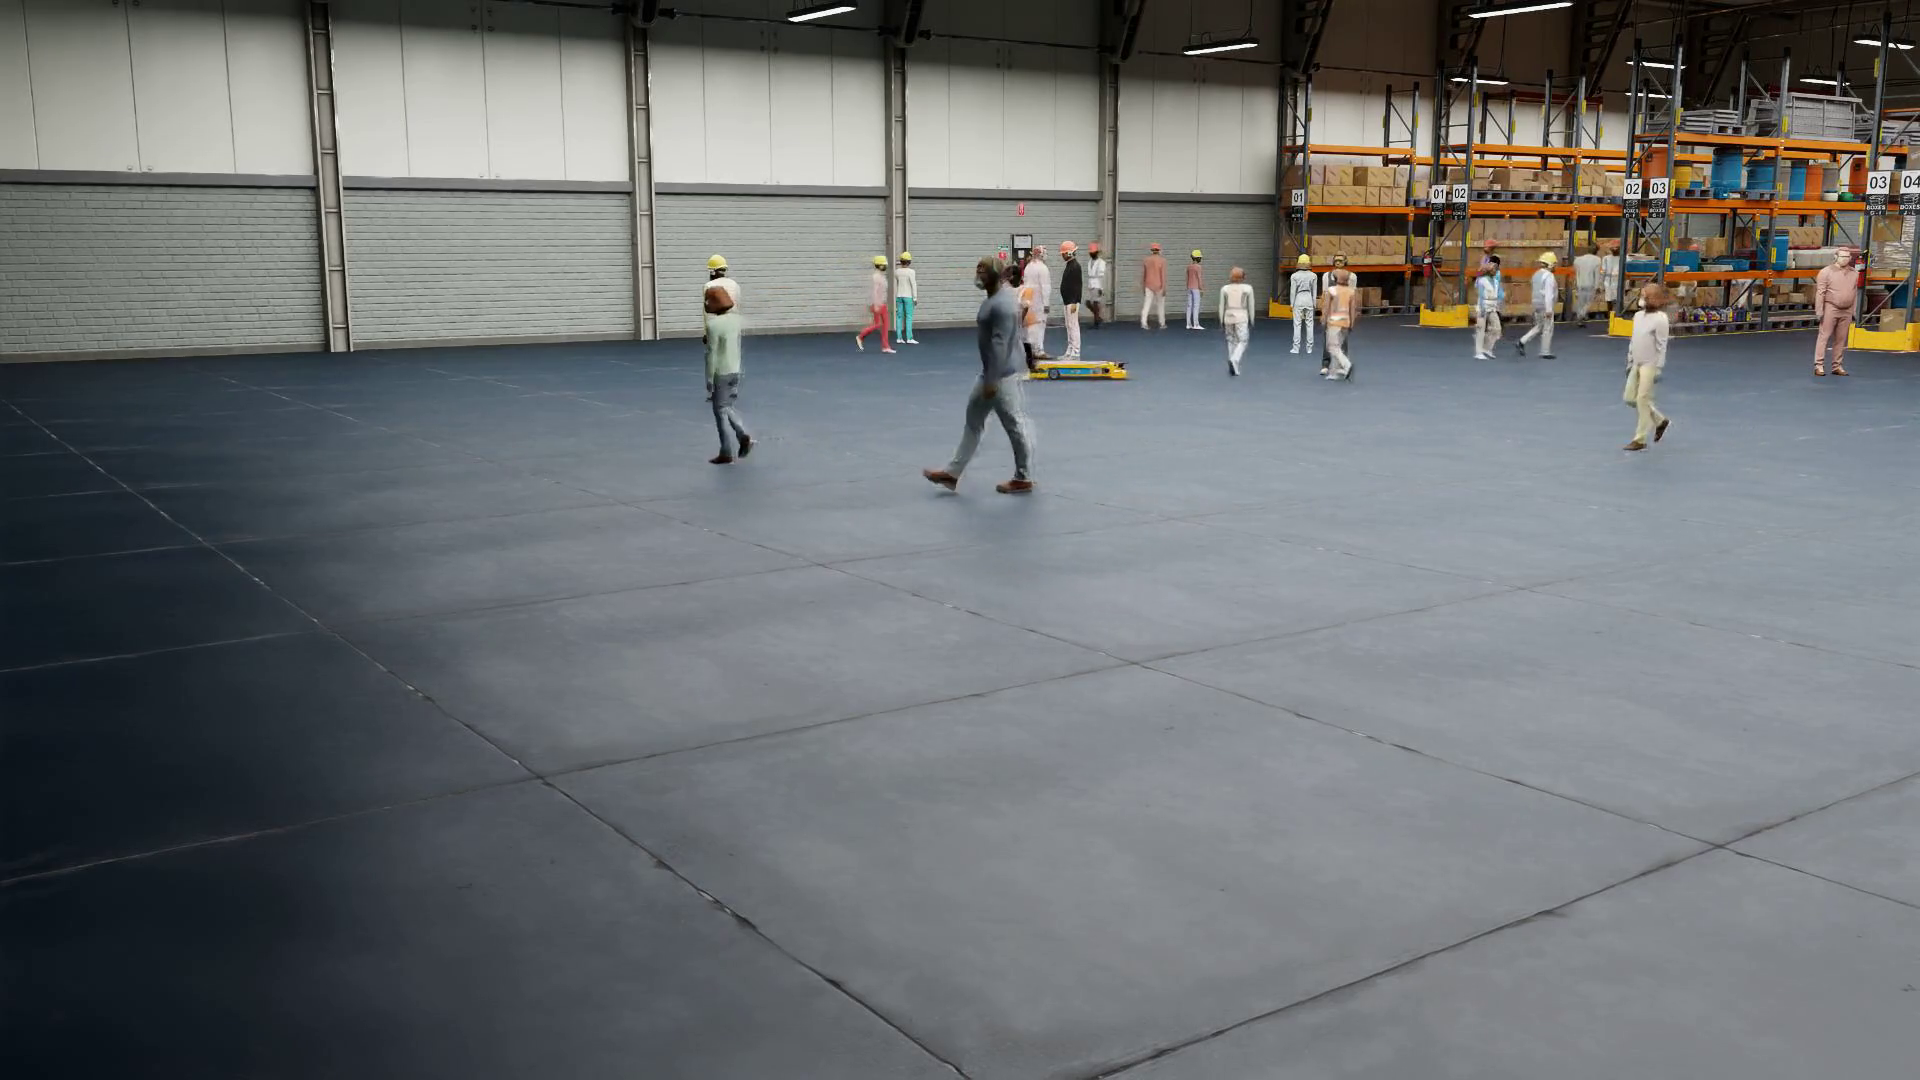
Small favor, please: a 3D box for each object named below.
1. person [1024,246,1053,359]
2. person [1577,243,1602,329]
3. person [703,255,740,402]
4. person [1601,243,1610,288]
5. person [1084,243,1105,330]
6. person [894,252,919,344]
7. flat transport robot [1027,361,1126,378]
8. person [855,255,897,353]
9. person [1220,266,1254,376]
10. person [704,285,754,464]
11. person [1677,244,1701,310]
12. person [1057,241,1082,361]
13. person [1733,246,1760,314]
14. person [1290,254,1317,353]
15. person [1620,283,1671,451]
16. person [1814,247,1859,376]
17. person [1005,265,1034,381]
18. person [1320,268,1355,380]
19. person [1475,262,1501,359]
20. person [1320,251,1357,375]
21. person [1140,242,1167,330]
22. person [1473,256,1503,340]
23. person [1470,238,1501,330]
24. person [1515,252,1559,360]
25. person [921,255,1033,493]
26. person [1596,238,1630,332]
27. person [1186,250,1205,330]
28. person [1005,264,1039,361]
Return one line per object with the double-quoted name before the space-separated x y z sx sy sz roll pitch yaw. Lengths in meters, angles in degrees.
"person" 1.339 -4.000 28.054 0.401 1.906 0.649 -5 12 -28
"person" 14.049 -5.673 37.201 0.438 1.914 0.652 -9 14 -40
"person" -2.999 -2.635 20.771 0.404 1.834 0.591 7 13 34
"person" 17.584 -7.151 45.377 0.972 1.895 0.556 -5 12 -26
"person" 2.986 -5.624 36.927 0.446 1.916 0.573 -7 13 -35
"person" -1.035 -4.657 32.044 0.533 1.767 0.314 8 13 36
"flat transport robot" 1.698 -2.493 24.281 1.431 0.197 0.652 1 10 4
"person" -1.485 -4.181 29.501 0.661 1.744 0.528 3 11 18
"person" 4.051 -3.206 24.457 0.526 1.619 0.621 6 12 29
"person" -2.144 -1.485 15.035 0.383 1.618 0.515 5 11 25
"person" 17.707 -6.238 40.418 0.989 1.890 0.552 -10 14 -42
"person" 1.812 -3.932 27.468 0.402 1.982 0.624 -2 10 -8
"person" 20.147 -6.608 42.563 1.006 1.829 0.600 -8 13 -39
"person" 6.083 -4.184 29.508 0.487 1.746 0.290 -1 10 -6
"person" 6.650 -1.667 16.031 0.495 1.618 0.520 -2 10 -9
"person" 13.029 -3.384 24.686 0.652 1.904 0.402 -1 10 -6
"person" 0.770 -3.051 23.525 0.531 1.640 0.865 9 14 40
"person" 5.432 -3.064 23.717 0.516 1.616 0.639 -6 12 -28
"person" 8.867 -3.837 27.947 0.534 1.627 0.393 -8 13 -36
"person" 5.641 -3.377 24.808 0.507 1.846 0.351 4 11 19
"person" 4.300 -5.637 36.971 0.625 1.941 1.024 6 12 29
"person" 10.579 -4.845 33.285 0.667 1.673 0.558 2 10 10
"person" 11.571 -5.627 36.695 0.866 2.012 0.631 -2 10 -10
"person" 9.682 -3.895 27.757 0.612 1.816 0.590 -1 10 -8
"person" 0.159 -1.298 13.255 0.957 1.896 0.656 -2 11 -12
"person" 14.067 -5.475 35.818 0.460 2.021 0.614 -9 13 -39
"person" 5.234 -5.557 36.979 0.309 1.769 0.523 -6 12 -30
"person" 0.945 -3.750 27.515 0.819 1.591 0.522 2 10 10
